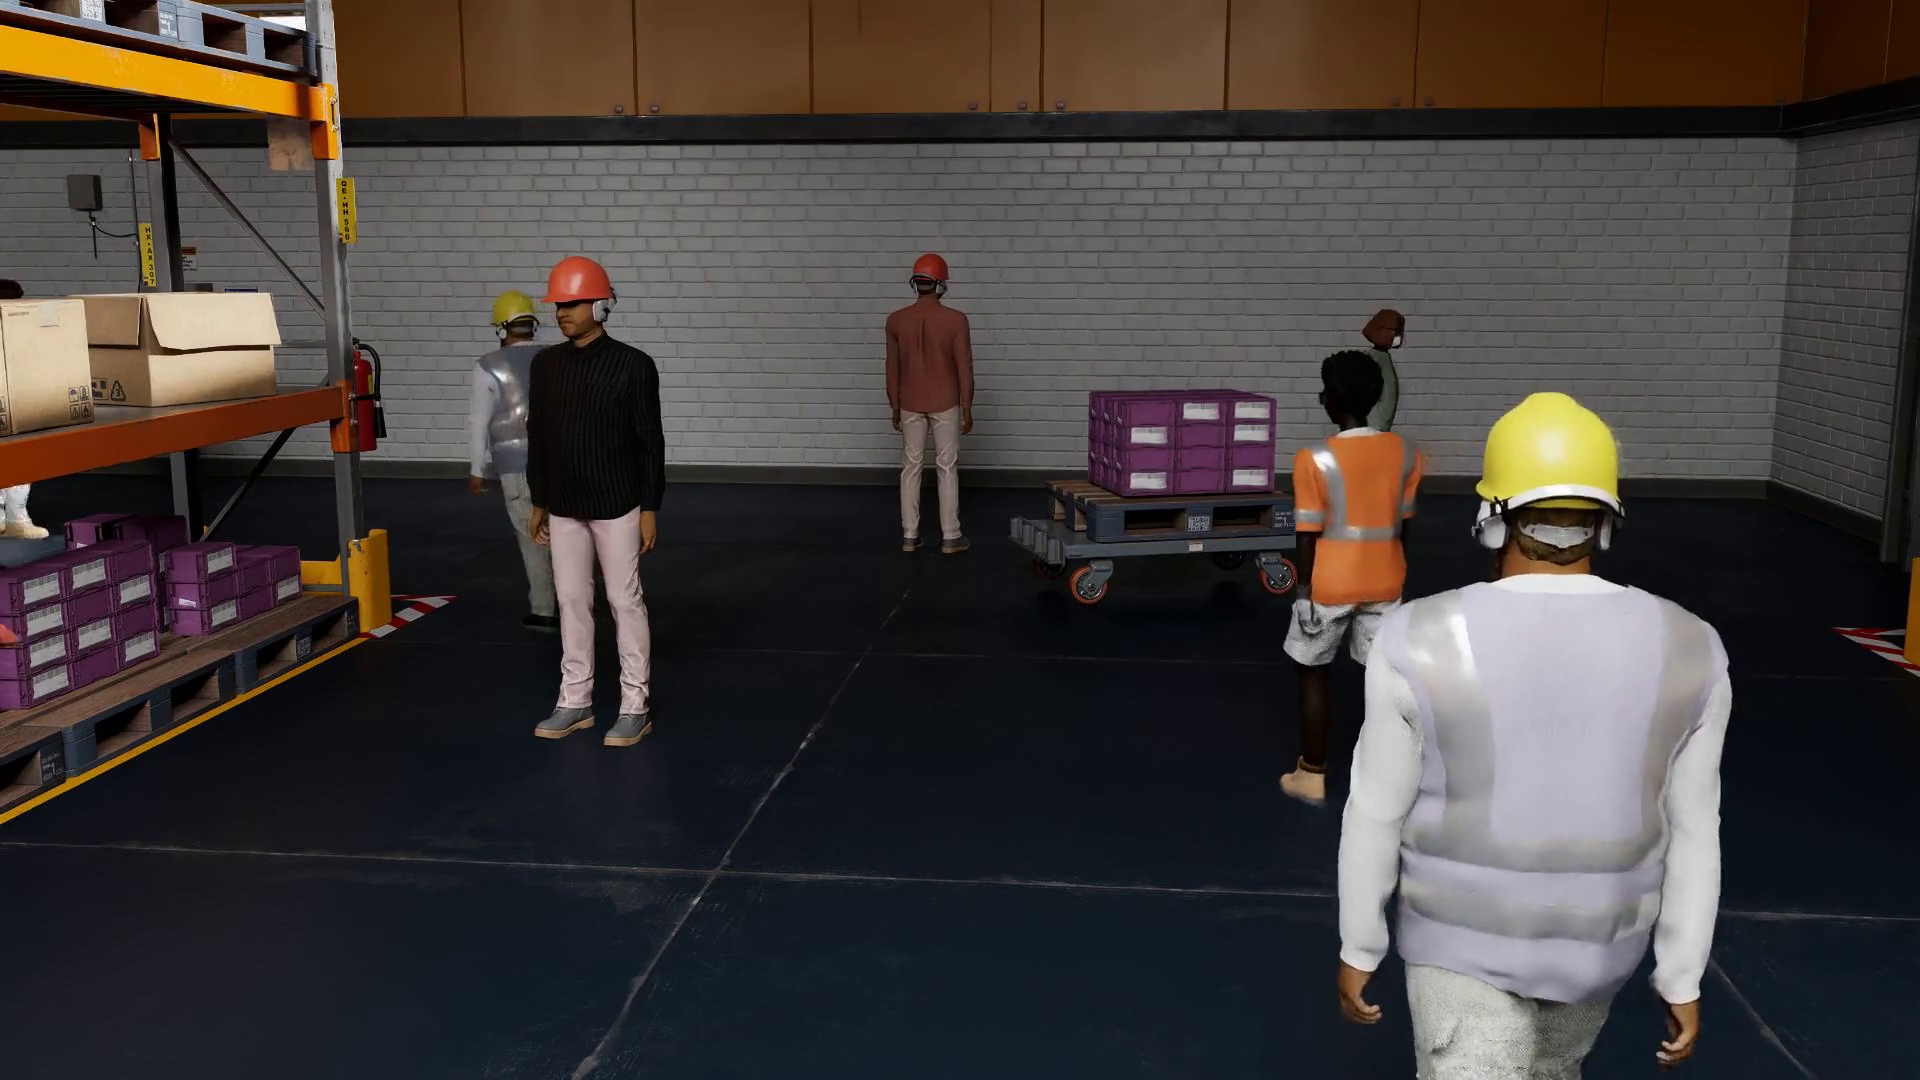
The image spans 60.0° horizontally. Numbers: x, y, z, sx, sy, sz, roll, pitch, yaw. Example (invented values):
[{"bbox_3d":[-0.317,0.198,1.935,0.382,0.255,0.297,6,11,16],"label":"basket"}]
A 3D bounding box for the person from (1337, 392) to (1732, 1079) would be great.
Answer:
[{"bbox_3d":[0.942,0.656,2.761,0.597,1.798,0.913,0,10,-1],"label":"person"}]

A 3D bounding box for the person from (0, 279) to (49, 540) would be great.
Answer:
[{"bbox_3d":[-6.636,-0.913,11.670,0.621,1.817,0.628,-2,10,-10],"label":"person"}]

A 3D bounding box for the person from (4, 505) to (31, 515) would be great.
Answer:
[{"bbox_3d":[-7.355,-1.118,12.507,0.551,1.934,0.373,-1,10,-3],"label":"person"}]

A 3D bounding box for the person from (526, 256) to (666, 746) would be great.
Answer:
[{"bbox_3d":[-1.507,-0.149,6.796,0.624,1.992,0.391,4,11,21],"label":"person"}]

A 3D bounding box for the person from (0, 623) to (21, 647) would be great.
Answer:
[{"bbox_3d":[-1.061,0.835,1.447,0.632,1.895,0.568,-1,10,-8],"label":"person"}]

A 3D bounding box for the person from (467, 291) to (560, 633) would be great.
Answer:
[{"bbox_3d":[-2.324,-0.419,8.900,0.605,1.801,0.602,9,13,40],"label":"person"}]

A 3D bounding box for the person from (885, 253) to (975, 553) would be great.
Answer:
[{"bbox_3d":[-0.195,-0.905,11.122,0.610,1.995,0.375,3,10,16],"label":"person"}]

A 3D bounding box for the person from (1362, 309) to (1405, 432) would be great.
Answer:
[{"bbox_3d":[2.774,-0.707,11.025,0.278,1.633,0.498,4,11,20],"label":"person"}]

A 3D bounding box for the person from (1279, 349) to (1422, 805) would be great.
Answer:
[{"bbox_3d":[1.413,0.170,5.853,0.533,1.675,0.652,-3,10,-19],"label":"person"}]
